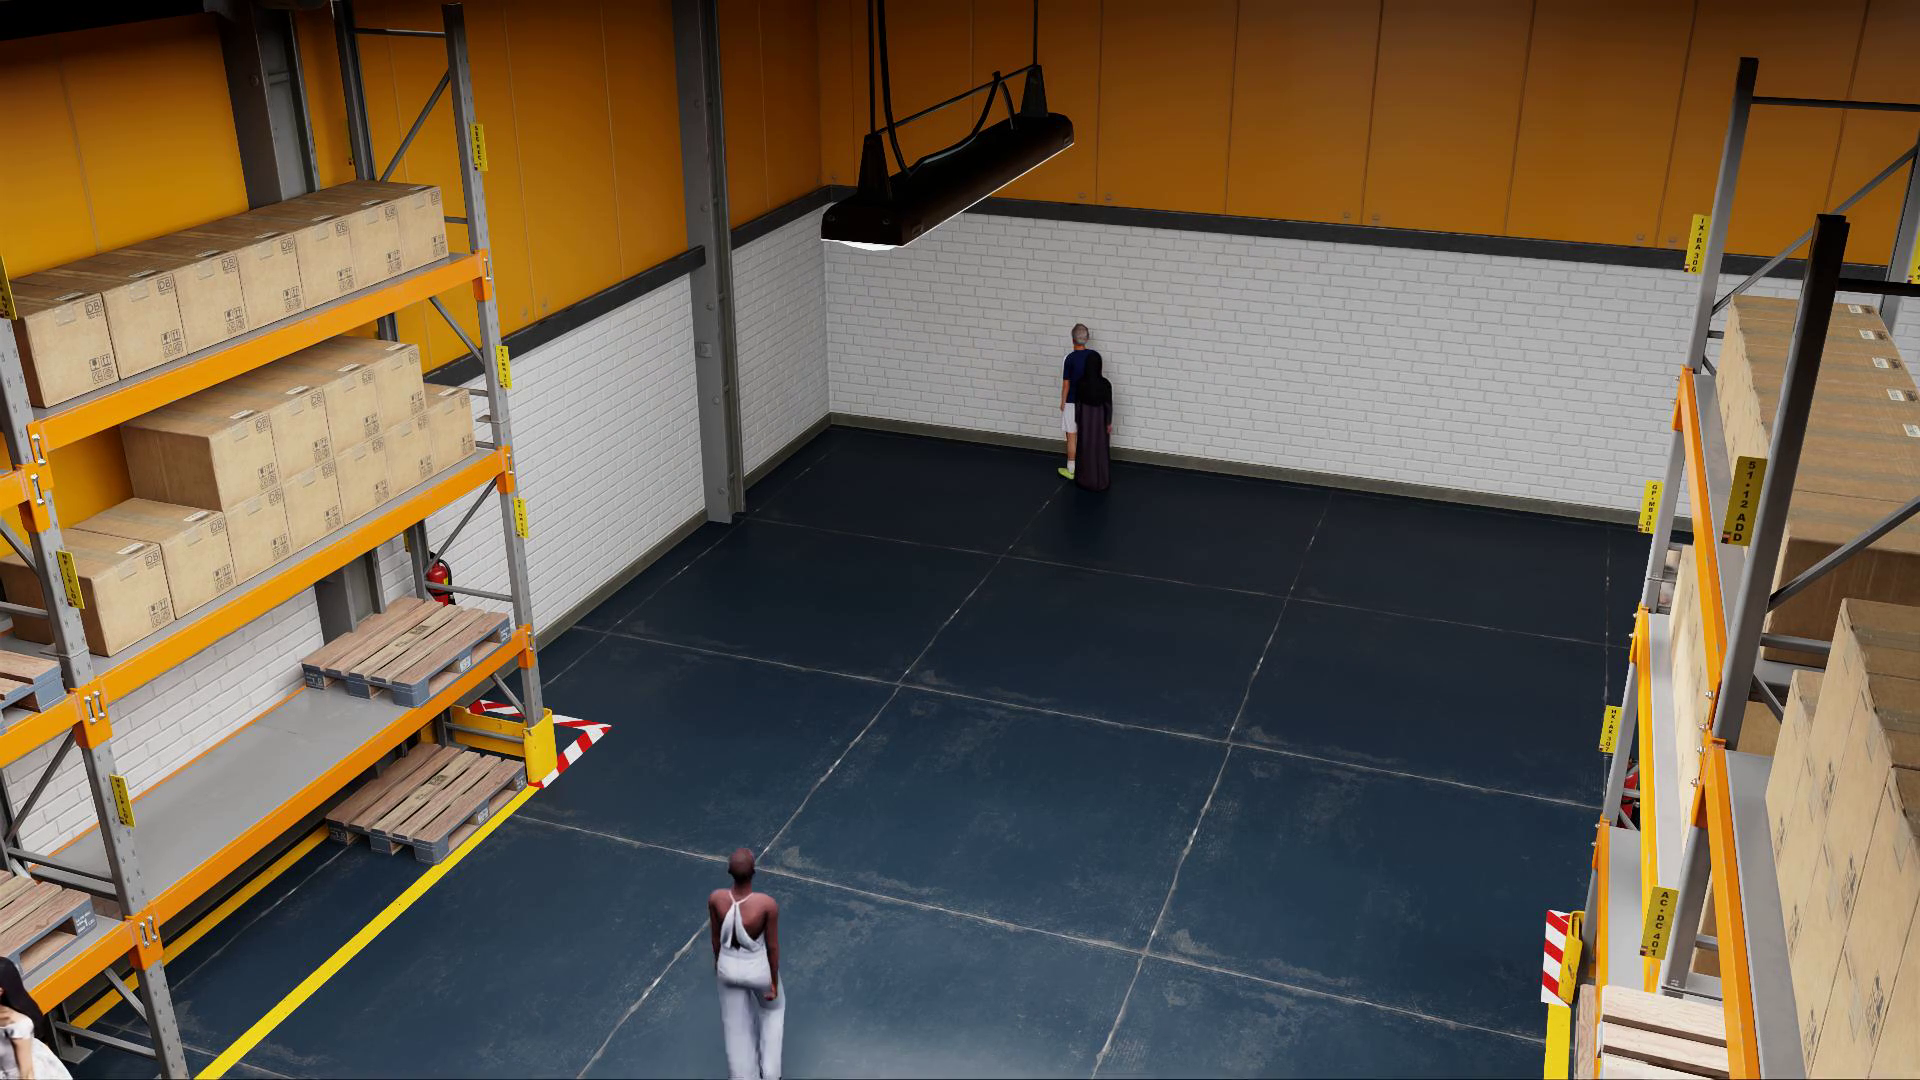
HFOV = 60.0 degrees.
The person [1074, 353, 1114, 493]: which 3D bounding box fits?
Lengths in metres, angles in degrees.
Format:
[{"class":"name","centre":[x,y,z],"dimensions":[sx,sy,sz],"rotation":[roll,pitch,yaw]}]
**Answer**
[{"class":"person","centre":[1.517,-1.358,19.012],"dimensions":[0.589,1.614,0.571],"rotation":[8,25,17]}]

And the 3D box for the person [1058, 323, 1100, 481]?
[{"class":"person","centre":[1.381,-1.623,19.337],"dimensions":[0.706,1.839,0.780],"rotation":[-12,27,-26]}]

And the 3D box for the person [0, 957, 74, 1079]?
[{"class":"person","centre":[-4.972,2.968,8.921],"dimensions":[0.808,1.769,0.779],"rotation":[-17,29,-34]}]

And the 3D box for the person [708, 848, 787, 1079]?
[{"class":"person","centre":[-1.267,2.627,9.703],"dimensions":[0.691,1.768,0.766],"rotation":[1,24,3]}]
